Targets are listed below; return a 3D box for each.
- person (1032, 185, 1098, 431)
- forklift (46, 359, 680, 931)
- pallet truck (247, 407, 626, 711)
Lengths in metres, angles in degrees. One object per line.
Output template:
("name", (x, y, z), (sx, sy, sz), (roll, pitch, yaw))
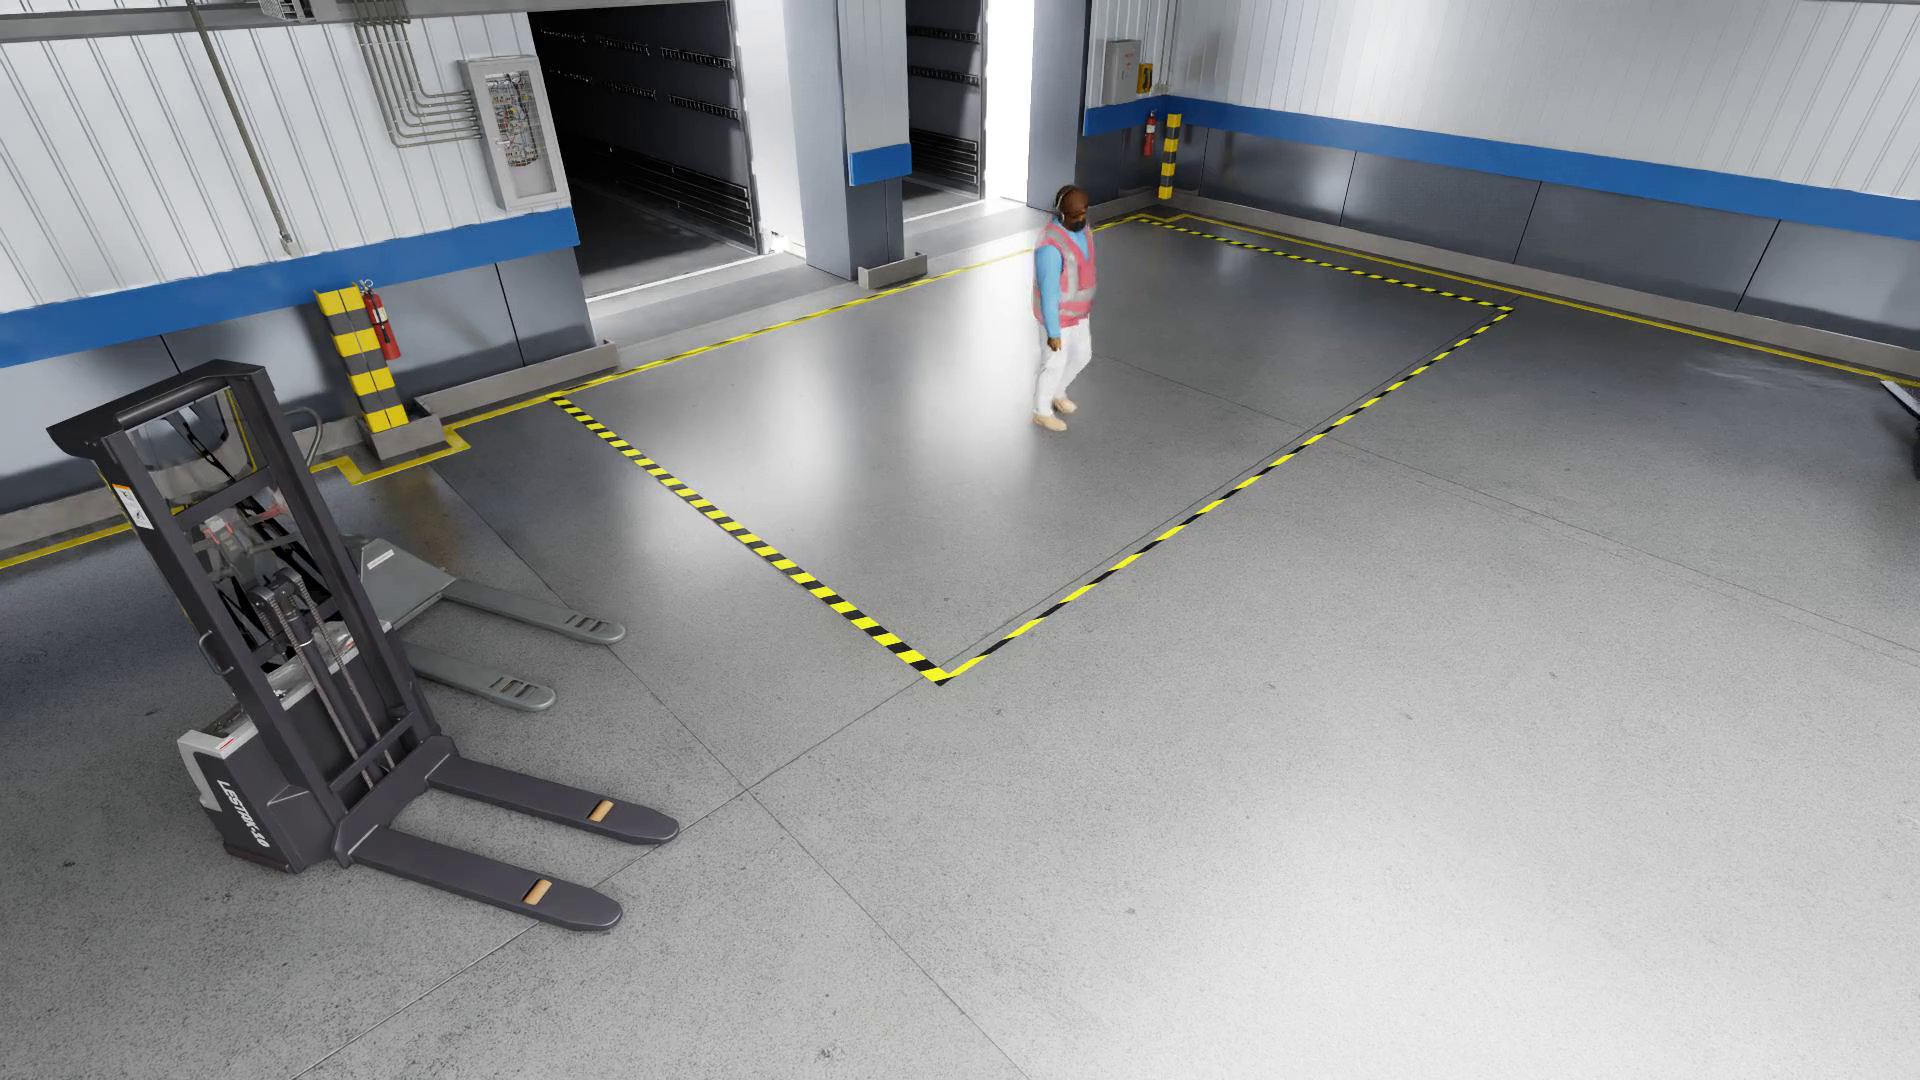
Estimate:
("person", (0.716, -1.592, 6.490), (0.466, 1.804, 0.665), (19, 39, 26))
("forklift", (-2.135, 0.422, 3.354), (1.885, 1.965, 0.823), (10, 35, 14))
("pallet truck", (-2.628, 0.038, 4.590), (1.601, 1.201, 0.680), (12, 36, 18))
